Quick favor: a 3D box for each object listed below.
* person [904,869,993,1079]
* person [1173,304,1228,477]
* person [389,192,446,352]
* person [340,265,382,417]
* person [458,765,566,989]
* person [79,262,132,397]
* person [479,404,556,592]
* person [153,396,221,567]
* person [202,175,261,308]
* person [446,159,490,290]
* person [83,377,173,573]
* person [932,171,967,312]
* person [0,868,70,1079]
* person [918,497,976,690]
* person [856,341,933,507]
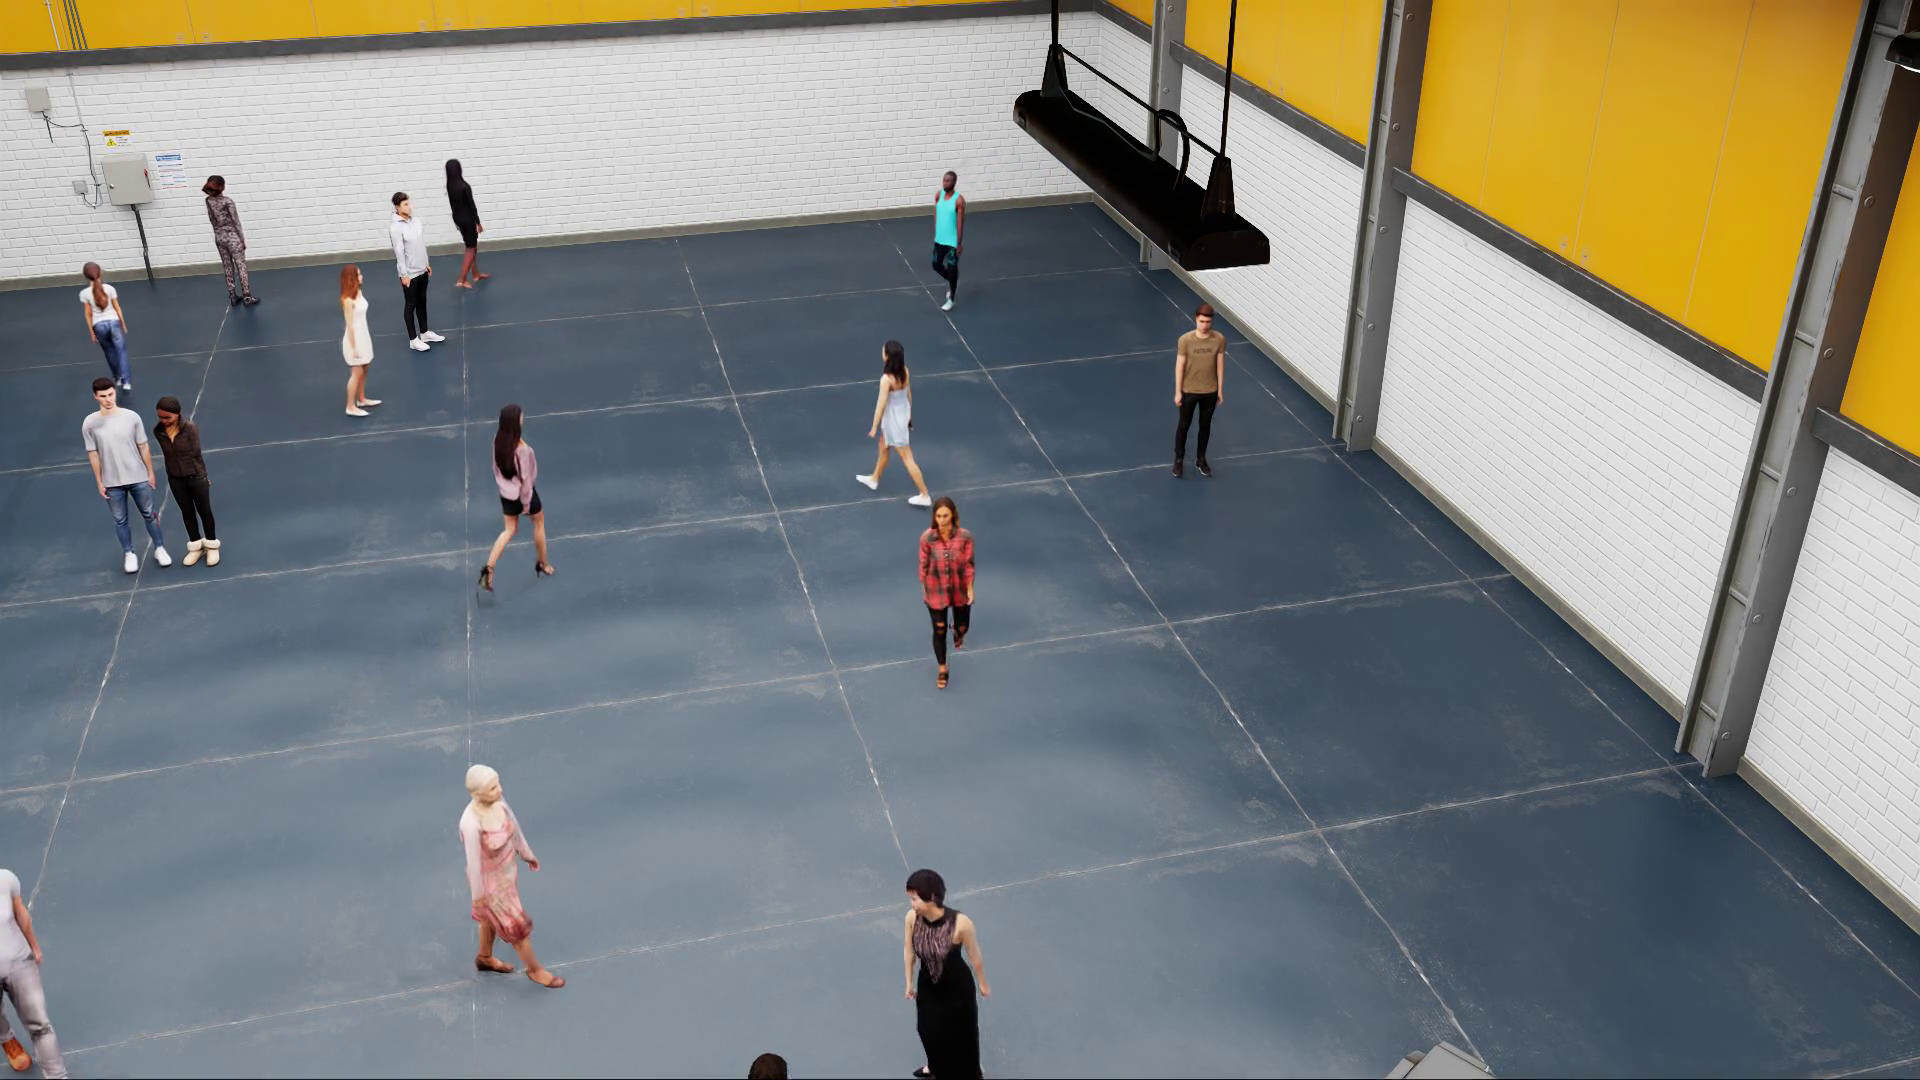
[{"bbox_3d":[-0.041,2.591,9.707,0.755,1.576,0.733,3,29,6],"label":"person"},{"bbox_3d":[2.444,-1.541,16.996,0.703,1.850,0.613,-3,29,-5],"label":"person"},{"bbox_3d":[-6.619,-3.269,20.080,0.843,1.930,0.733,8,30,15],"label":"person"},{"bbox_3d":[-6.685,-2.207,18.378,0.735,1.695,0.640,2,29,5],"label":"person"},{"bbox_3d":[-3.017,2.110,10.493,0.855,1.668,0.904,2,29,4],"label":"person"},{"bbox_3d":[-9.647,-2.378,18.861,0.686,1.533,1.094,-14,31,-23],"label":"person"},{"bbox_3d":[-4.023,-0.331,14.846,1.064,1.783,1.095,17,33,28],"label":"person"},{"bbox_3d":[-7.171,-0.587,15.445,0.655,1.660,0.605,-7,29,-13],"label":"person"},{"bbox_3d":[-9.404,-3.852,21.375,0.674,1.713,0.713,9,30,16],"label":"person"},{"bbox_3d":[-6.562,-4.170,21.959,0.921,1.713,0.936,22,36,35],"label":"person"},{"bbox_3d":[-7.665,-0.611,15.253,0.722,1.886,0.665,-15,32,-25],"label":"person"},{"bbox_3d":[-0.089,-3.853,21.284,0.807,1.802,0.868,20,34,32],"label":"person"},{"bbox_3d":[-5.668,2.475,9.709,1.071,1.778,1.283,-25,37,-38],"label":"person"},{"bbox_3d":[-0.090,0.385,13.633,0.753,1.690,0.917,1,29,1],"label":"person"},{"bbox_3d":[-0.554,-1.105,16.374,1.129,1.681,1.114,14,31,24],"label":"person"}]
